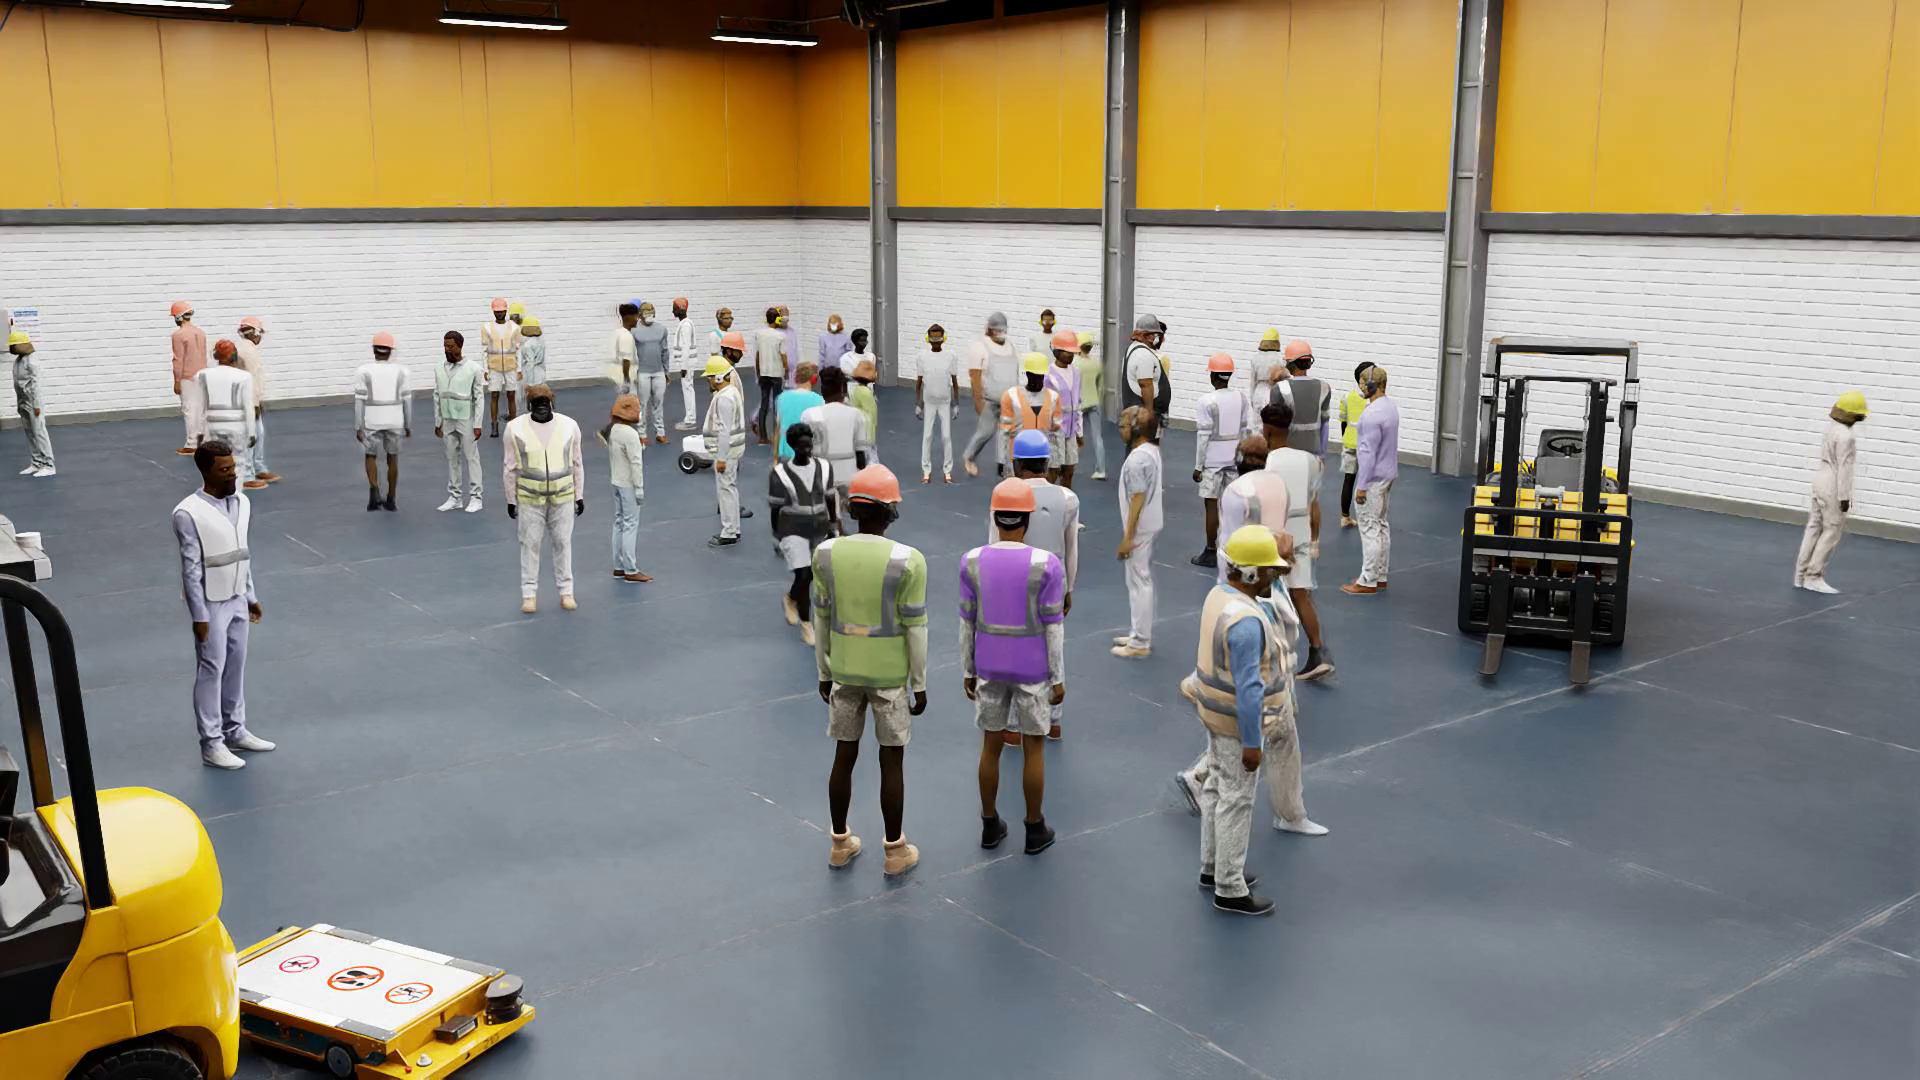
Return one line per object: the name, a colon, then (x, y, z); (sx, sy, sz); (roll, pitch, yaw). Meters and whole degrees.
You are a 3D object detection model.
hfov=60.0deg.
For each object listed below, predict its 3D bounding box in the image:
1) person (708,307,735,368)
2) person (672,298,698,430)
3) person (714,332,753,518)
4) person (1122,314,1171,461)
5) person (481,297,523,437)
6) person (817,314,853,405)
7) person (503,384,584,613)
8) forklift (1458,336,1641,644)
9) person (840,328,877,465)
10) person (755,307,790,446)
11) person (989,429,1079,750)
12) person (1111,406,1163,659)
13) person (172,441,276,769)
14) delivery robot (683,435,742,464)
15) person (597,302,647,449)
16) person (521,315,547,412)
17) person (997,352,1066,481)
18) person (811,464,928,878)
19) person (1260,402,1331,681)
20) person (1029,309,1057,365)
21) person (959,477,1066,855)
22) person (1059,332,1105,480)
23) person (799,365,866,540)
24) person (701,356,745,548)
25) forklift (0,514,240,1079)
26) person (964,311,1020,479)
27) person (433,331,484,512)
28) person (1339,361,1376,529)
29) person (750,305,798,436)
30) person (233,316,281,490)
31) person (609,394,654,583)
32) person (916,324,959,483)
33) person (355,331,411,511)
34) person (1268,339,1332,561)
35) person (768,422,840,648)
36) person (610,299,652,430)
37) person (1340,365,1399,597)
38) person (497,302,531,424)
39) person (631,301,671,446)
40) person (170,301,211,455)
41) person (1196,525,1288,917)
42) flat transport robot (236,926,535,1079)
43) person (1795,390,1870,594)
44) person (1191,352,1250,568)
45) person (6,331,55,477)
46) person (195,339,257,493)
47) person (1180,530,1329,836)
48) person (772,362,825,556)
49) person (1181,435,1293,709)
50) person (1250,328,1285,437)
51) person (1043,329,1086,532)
person: (-3.160, -2.187, 22.275); (0.342, 1.845, 0.506); (5, 13, 24)
person: (-3.928, -2.516, 23.777); (0.352, 1.880, 0.576); (-2, 12, -10)
person: (-2.369, -1.195, 17.281); (0.374, 1.928, 0.542); (-4, 12, -20)
person: (2.064, -1.478, 18.372); (0.536, 2.000, 0.688); (-2, 12, -10)
person: (-6.329, -2.389, 23.020); (0.543, 1.939, 0.360); (-4, 12, -19)
person: (-1.821, -2.475, 24.207); (0.508, 1.620, 0.348); (1, 12, 6)
person: (-3.327, -0.337, 13.349); (0.634, 1.841, 0.429); (-4, 12, -19)
forklift: (4.683, -0.471, 13.136); (1.214, 2.155, 2.313); (4, 12, 20)
person: (-1.252, -1.787, 20.696); (0.532, 1.698, 0.319); (-10, 15, -40)
person: (-2.500, -2.173, 22.195); (0.526, 1.856, 0.344); (5, 13, 24)
person: (0.429, 0.298, 10.054); (0.598, 1.940, 0.407); (-6, 13, -27)
person: (1.259, -0.054, 12.030); (0.406, 1.836, 0.522); (4, 12, 19)
person: (-4.344, 0.364, 9.774); (0.399, 1.920, 0.590); (2, 12, 10)
delivery robot: (-2.970, -1.129, 20.069); (0.707, 0.478, 0.477); (4, 12, 17)
person: (-4.425, -2.123, 21.716); (0.561, 1.947, 0.621); (-4, 12, -20)
person: (-5.694, -2.125, 22.218); (0.311, 1.743, 0.493); (2, 12, 9)
person: (0.682, -0.763, 15.231); (0.630, 1.905, 0.570); (-5, 13, -21)
person: (-0.428, 0.638, 8.187); (0.604, 2.034, 0.418); (5, 13, 21)
person: (2.246, 0.009, 11.527); (0.615, 1.920, 0.974); (-5, 13, -21)
person: (1.179, -2.205, 22.404); (0.530, 1.839, 0.910); (-1, 12, -5)
person: (0.268, 0.640, 8.439); (0.554, 1.925, 0.390); (4, 13, 21)
person: (1.442, -1.590, 19.695); (0.557, 1.716, 0.918); (-7, 14, -31)
person: (-1.046, -0.521, 14.082); (0.599, 1.919, 1.020); (-9, 15, -37)
person: (-2.248, -0.845, 15.858); (0.403, 1.818, 0.606); (-1, 12, -3)
forklift: (-3.687, 1.115, 5.480); (2.313, 2.155, 1.214); (-9, 15, -36)
person: (0.394, -1.706, 19.477); (0.690, 2.000, 0.781); (-7, 13, -29)
person: (-5.290, -1.254, 17.591); (0.593, 1.920, 0.391); (4, 12, 18)
person: (4.004, -0.929, 16.556); (0.320, 1.698, 0.531); (-9, 15, -38)
person: (-2.495, -2.263, 22.597); (0.650, 1.881, 0.808); (-11, 16, -44)
person: (-8.071, -1.561, 18.956); (0.461, 1.964, 0.656); (-5, 13, -25)
person: (-2.867, -0.451, 14.405); (0.277, 1.631, 0.506); (-8, 14, -32)
person: (-0.263, -1.580, 19.307); (0.506, 1.864, 0.332); (0, 12, 0)
person: (-6.067, -1.239, 17.518); (0.569, 1.916, 0.475); (-5, 13, -23)
person: (3.067, -0.810, 15.183); (0.603, 2.034, 0.416); (-4, 12, -17)
person: (-1.210, -0.081, 12.537); (0.529, 1.667, 0.798); (-7, 14, -32)
person: (-4.639, -2.488, 23.667); (0.627, 1.871, 1.060); (5, 13, 22)
person: (3.455, -0.493, 13.900); (0.382, 1.930, 0.636); (6, 13, 29)
person: (-6.487, -2.579, 24.309); (0.601, 1.779, 0.938); (9, 15, 37)
person: (-4.166, -2.220, 22.244); (0.635, 1.929, 0.381); (-9, 15, -38)
person: (-9.955, -2.091, 21.495); (0.412, 1.980, 0.626); (2, 12, 10)
person: (1.308, 0.828, 7.751); (0.404, 1.827, 0.600); (-1, 12, -5)
flat transport robot: (-2.488, 1.833, 6.678); (1.431, 0.197, 0.652); (6, 13, 26)
person: (7.355, -0.414, 14.015); (0.396, 1.717, 0.540); (3, 12, 13)
person: (2.323, -0.718, 14.952); (0.544, 1.939, 0.354); (-7, 13, -29)
person: (-11.099, -1.619, 19.807); (0.488, 1.736, 0.329); (8, 14, 35)
person: (-7.581, -1.131, 17.136); (0.590, 1.864, 0.608); (0, 12, 0)
person: (1.558, 0.734, 8.717); (0.738, 1.616, 0.518); (2, 12, 11)
person: (-1.436, -0.773, 15.576); (0.558, 1.783, 0.944); (9, 15, 37)
person: (1.841, 0.223, 10.776); (0.693, 1.788, 0.787); (-11, 16, -41)
person: (3.742, -1.702, 20.199); (0.327, 1.737, 0.487); (-11, 16, -43)
person: (1.010, -1.059, 16.393); (0.611, 2.030, 0.410); (-11, 16, -44)
